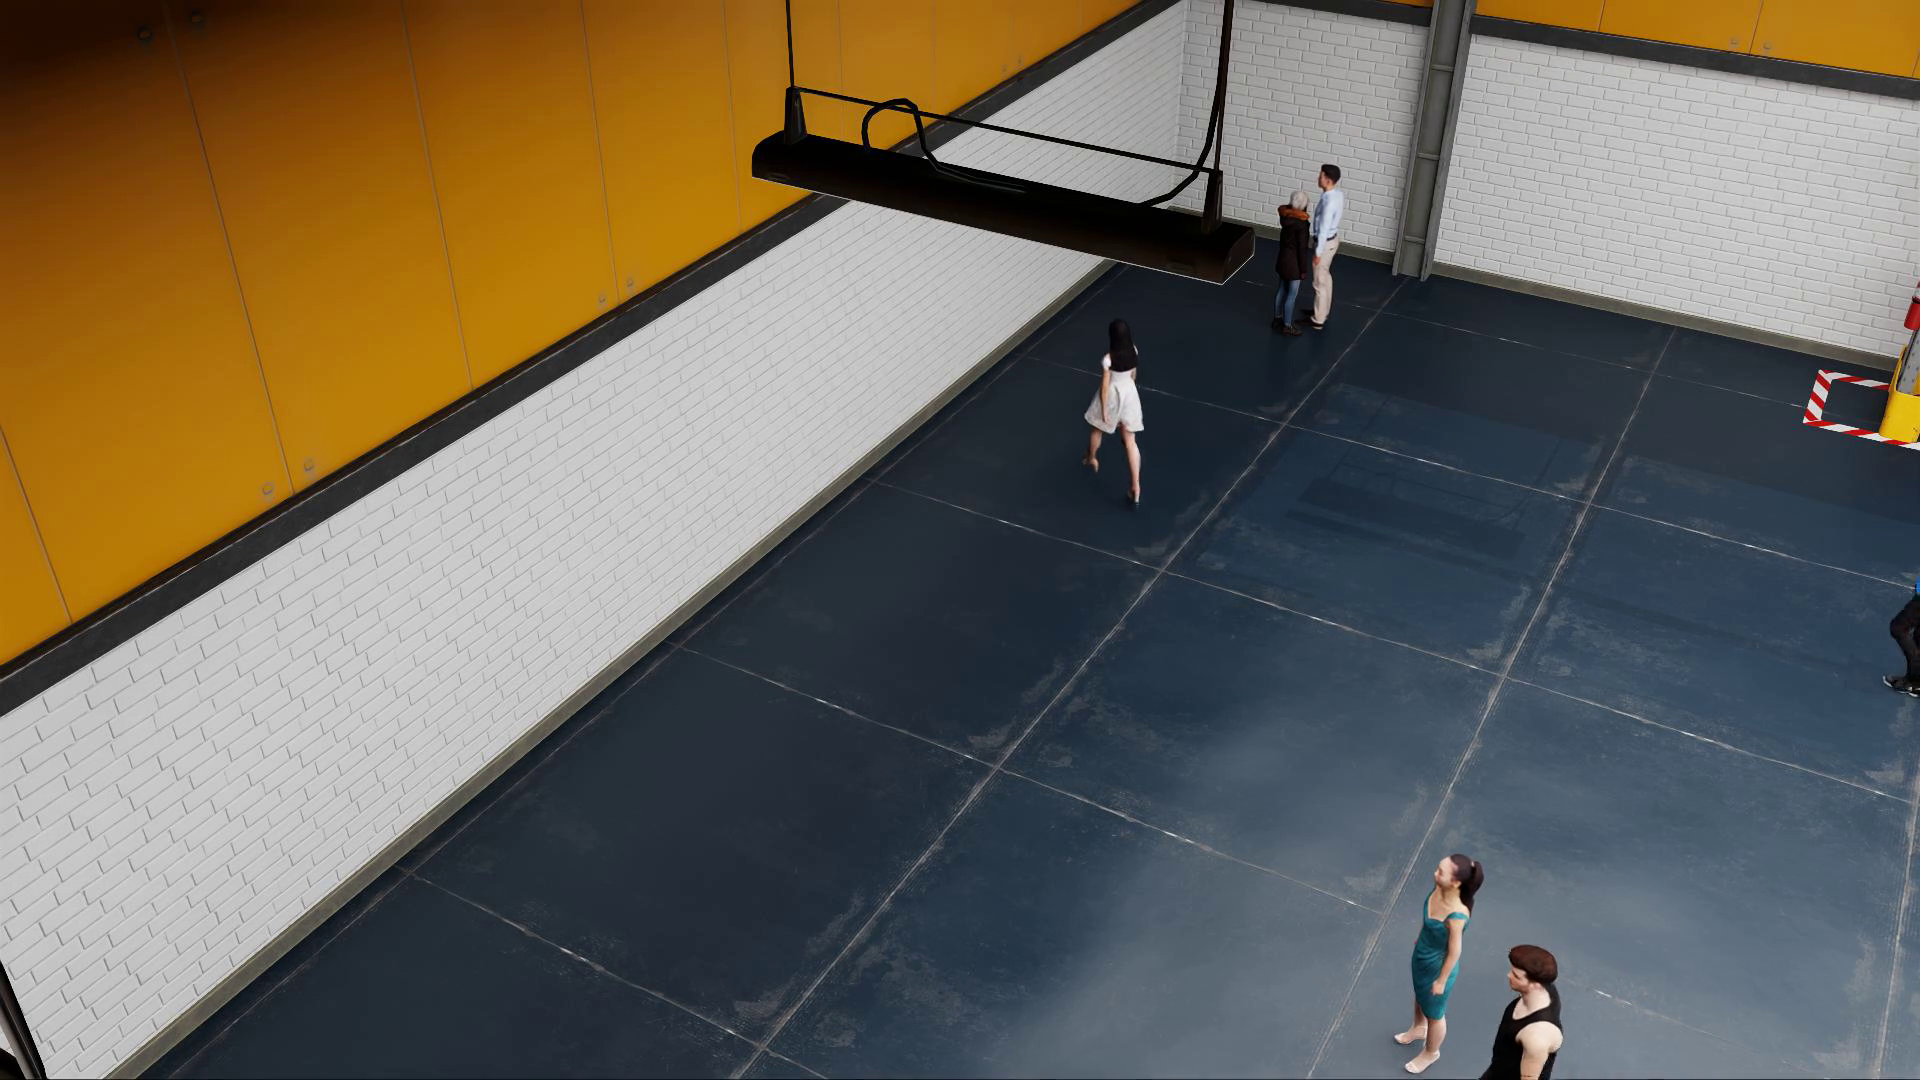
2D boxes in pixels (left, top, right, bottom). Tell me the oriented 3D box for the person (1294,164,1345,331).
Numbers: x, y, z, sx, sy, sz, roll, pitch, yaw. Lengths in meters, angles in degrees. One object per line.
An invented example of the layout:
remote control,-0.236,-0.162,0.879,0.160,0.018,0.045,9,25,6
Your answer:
person,3.981,-3.210,18.183,0.619,1.842,0.667,12,35,17

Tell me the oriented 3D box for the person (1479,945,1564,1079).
person,3.066,2.926,8.929,1.089,1.868,0.912,4,34,6

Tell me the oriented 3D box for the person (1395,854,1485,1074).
person,2.793,2.480,9.765,0.641,1.686,0.624,-2,34,-3

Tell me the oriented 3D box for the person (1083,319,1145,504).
person,1.499,-1.166,15.214,1.073,1.725,1.217,-14,36,-20

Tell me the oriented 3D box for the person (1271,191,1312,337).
person,3.612,-3.024,18.091,0.808,1.635,0.735,-12,35,-17
